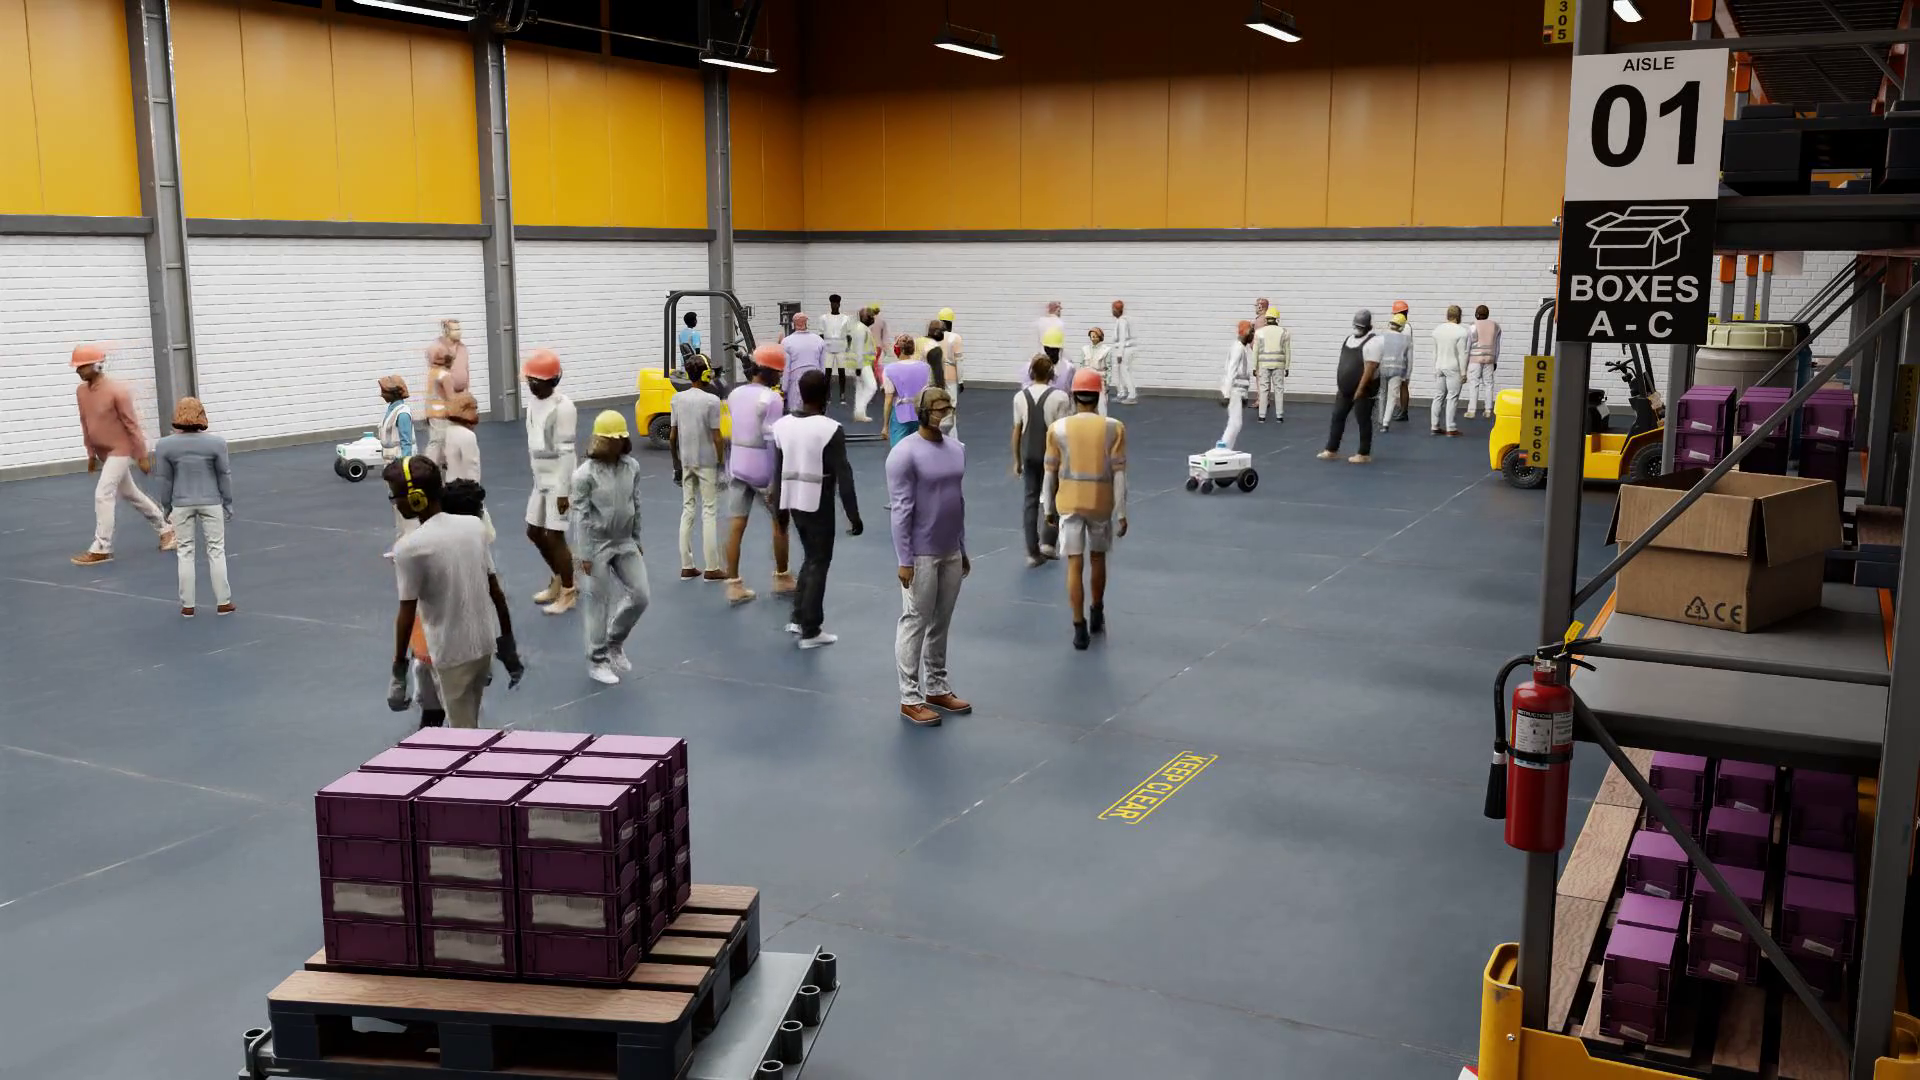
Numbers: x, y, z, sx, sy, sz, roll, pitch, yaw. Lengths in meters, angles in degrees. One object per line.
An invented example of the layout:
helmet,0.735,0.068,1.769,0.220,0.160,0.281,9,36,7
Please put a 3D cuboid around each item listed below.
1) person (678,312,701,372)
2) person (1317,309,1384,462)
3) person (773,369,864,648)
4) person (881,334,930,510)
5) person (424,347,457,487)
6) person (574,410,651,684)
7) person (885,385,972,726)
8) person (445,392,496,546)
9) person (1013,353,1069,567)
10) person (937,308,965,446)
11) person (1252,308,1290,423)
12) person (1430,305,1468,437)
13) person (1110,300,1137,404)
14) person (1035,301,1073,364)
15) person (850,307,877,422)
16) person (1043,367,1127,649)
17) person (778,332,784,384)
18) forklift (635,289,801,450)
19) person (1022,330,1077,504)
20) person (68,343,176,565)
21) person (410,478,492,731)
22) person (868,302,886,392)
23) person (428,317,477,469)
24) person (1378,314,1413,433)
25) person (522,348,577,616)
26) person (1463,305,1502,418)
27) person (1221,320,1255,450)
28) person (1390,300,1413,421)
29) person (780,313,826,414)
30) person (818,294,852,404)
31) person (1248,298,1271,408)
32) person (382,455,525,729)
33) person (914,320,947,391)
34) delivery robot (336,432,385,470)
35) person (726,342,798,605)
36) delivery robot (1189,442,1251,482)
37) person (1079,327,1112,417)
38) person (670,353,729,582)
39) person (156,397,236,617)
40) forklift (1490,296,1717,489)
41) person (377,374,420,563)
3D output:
person,-4.550,-3.015,28.181,0.316,1.696,0.540,-10,14,-44
person,5.005,-1.982,21.205,0.770,2.000,0.708,-6,11,-30
person,-0.967,-0.208,11.335,0.603,1.903,0.506,8,13,40
person,-0.563,-1.225,17.382,0.566,1.846,0.389,-8,12,-38
person,-5.891,-1.411,19.115,0.703,1.606,0.526,-6,12,-32
person,-2.168,0.046,10.376,0.415,1.722,0.511,9,13,42
person,-0.160,0.079,9.567,0.372,1.940,0.631,7,12,35
person,-3.797,-0.328,12.822,0.350,1.619,0.530,-7,12,-35
person,0.709,-0.685,14.304,0.536,1.828,0.502,4,11,24
person,-0.203,-2.238,23.010,0.585,1.929,0.370,6,11,29
person,4.915,-2.753,26.292,0.591,1.824,0.404,1,10,7
person,7.185,-2.475,24.399,0.378,1.930,0.627,-6,11,-29
person,2.917,-3.335,29.581,0.584,1.846,0.595,-1,10,-8
person,1.668,-3.101,28.173,0.872,1.874,0.661,-8,12,-37
person,-1.516,-2.768,26.373,0.449,1.825,0.640,0,10,-1
person,0.865,-0.248,11.560,0.575,1.900,0.903,1,10,3
person,-2.657,-2.656,25.928,0.338,1.759,0.524,-5,11,-29
forklift,-3.358,-2.392,23.136,2.313,2.155,1.214,-1,10,-5
person,0.961,-1.274,17.571,0.615,1.871,0.976,-2,10,-11
person,-7.359,-0.785,14.638,0.623,1.934,1.012,7,12,34
person,-2.422,0.528,7.785,0.363,1.667,0.702,-7,12,-36
person,-1.645,-3.757,32.364,0.527,1.729,0.857,-8,12,-37
person,-6.289,-1.806,20.638,0.436,1.893,0.662,6,11,30
person,6.509,-2.513,25.068,0.607,1.766,0.954,3,10,19
person,-3.018,-0.428,12.338,0.538,2.001,0.663,-9,13,-41
person,8.490,-2.910,27.153,0.620,1.845,0.430,-1,10,-6
person,3.453,-1.819,20.815,0.423,1.848,0.647,3,10,15
person,7.057,-2.867,26.652,0.379,1.929,0.542,2,10,11
person,-2.086,-2.035,21.913,0.643,1.905,0.400,-5,11,-29
person,-2.219,-3.390,29.567,0.604,1.967,0.367,0,10,2
person,5.214,-3.235,28.846,0.406,1.906,0.654,5,11,28
person,-2.188,0.531,7.277,0.525,1.823,0.558,5,11,25
person,-0.360,-1.996,21.962,0.584,1.808,0.652,-3,10,-17
delivery robot,-7.026,-1.044,19.801,0.707,0.478,0.477,-7,12,-33
person,-1.510,-0.518,12.833,0.653,1.999,0.867,8,12,38
delivery robot,2.931,-0.861,18.741,0.707,0.478,0.477,-6,11,-30
person,1.934,-2.223,23.767,0.511,1.638,0.308,6,11,29
person,-2.138,-0.593,13.657,0.521,1.870,0.319,5,11,27
person,-5.642,-0.241,12.302,0.500,1.633,0.280,-3,10,-18
forklift,7.296,-1.677,18.993,2.313,2.155,1.214,5,11,27
person,-4.883,-0.624,14.503,0.309,1.640,0.513,-6,11,-31
